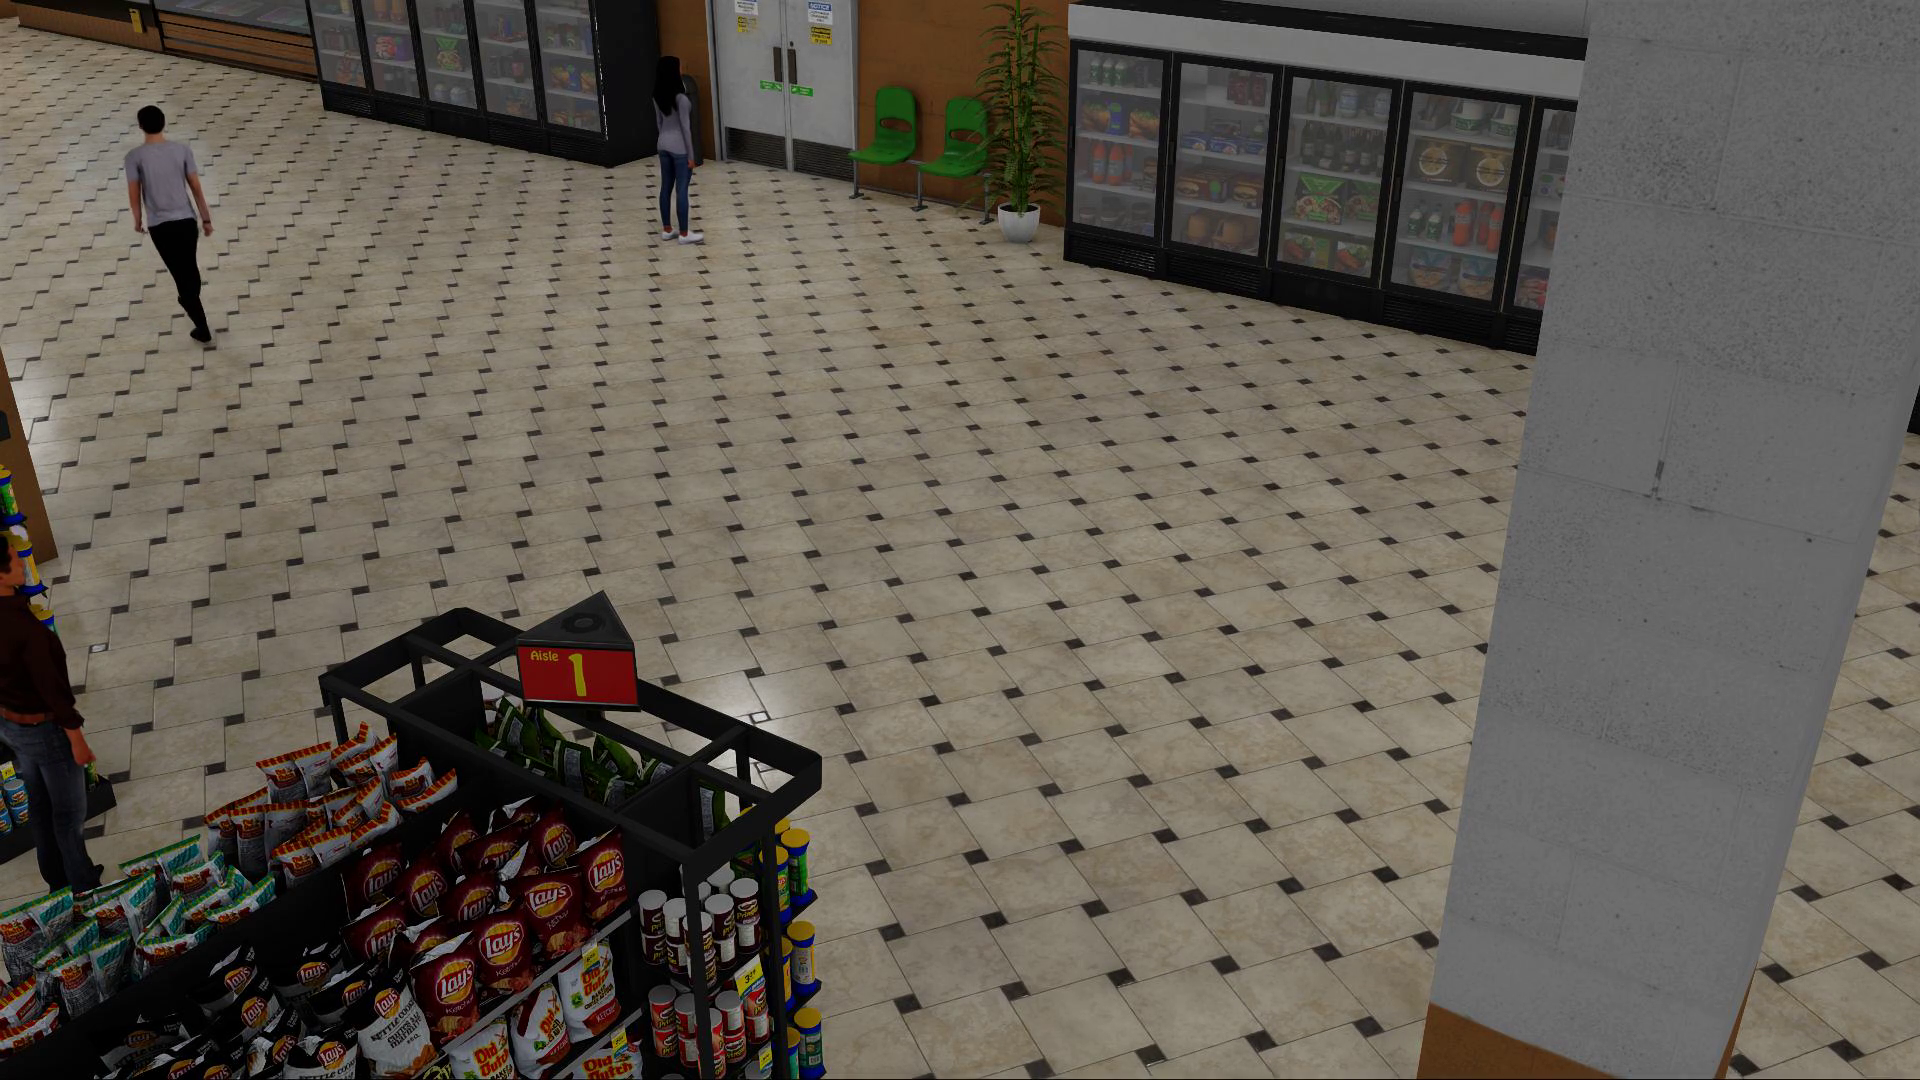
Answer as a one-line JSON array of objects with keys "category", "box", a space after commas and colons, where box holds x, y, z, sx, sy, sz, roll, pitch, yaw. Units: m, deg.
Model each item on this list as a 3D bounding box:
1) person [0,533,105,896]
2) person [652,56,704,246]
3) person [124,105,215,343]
[{"category": "person", "box": [-3.794, 0.771, 6.832, 0.659, 1.781, 0.520, 16, 31, 28]}, {"category": "person", "box": [-2.693, -3.659, 15.618, 0.603, 1.735, 0.528, 20, 33, 34]}, {"category": "person", "box": [-6.187, -2.445, 13.127, 1.100, 1.825, 0.889, -22, 34, -37]}]
